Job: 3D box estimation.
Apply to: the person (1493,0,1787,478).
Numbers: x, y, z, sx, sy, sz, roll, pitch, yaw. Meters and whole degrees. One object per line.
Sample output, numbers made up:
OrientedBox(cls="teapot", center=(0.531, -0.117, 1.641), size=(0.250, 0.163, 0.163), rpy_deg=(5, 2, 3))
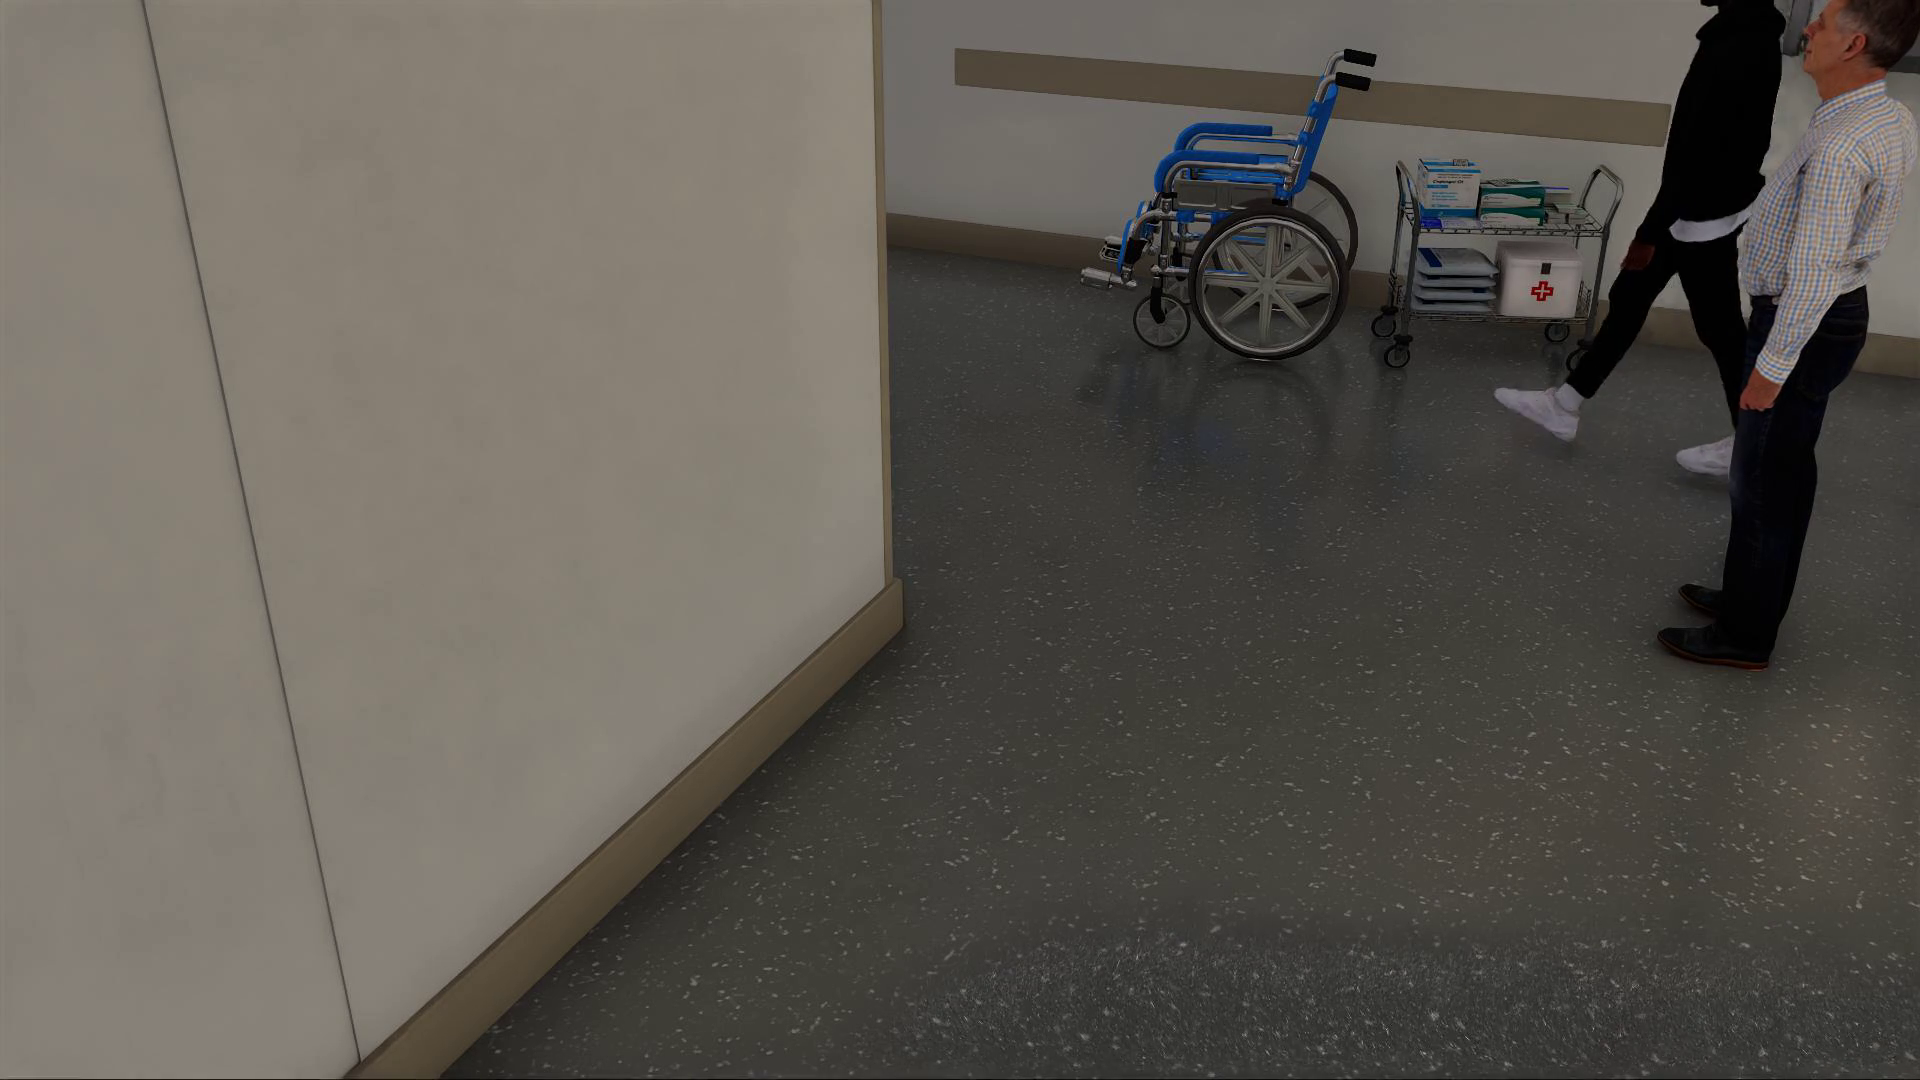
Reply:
OrientedBox(cls="person", center=(2.490, -1.014, 5.371), size=(0.740, 1.769, 1.104), rpy_deg=(12, 28, 23))

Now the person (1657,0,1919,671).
OrientedBox(cls="person", center=(2.178, -0.531, 4.310), size=(0.745, 1.820, 0.561), rpy_deg=(17, 30, 31))
